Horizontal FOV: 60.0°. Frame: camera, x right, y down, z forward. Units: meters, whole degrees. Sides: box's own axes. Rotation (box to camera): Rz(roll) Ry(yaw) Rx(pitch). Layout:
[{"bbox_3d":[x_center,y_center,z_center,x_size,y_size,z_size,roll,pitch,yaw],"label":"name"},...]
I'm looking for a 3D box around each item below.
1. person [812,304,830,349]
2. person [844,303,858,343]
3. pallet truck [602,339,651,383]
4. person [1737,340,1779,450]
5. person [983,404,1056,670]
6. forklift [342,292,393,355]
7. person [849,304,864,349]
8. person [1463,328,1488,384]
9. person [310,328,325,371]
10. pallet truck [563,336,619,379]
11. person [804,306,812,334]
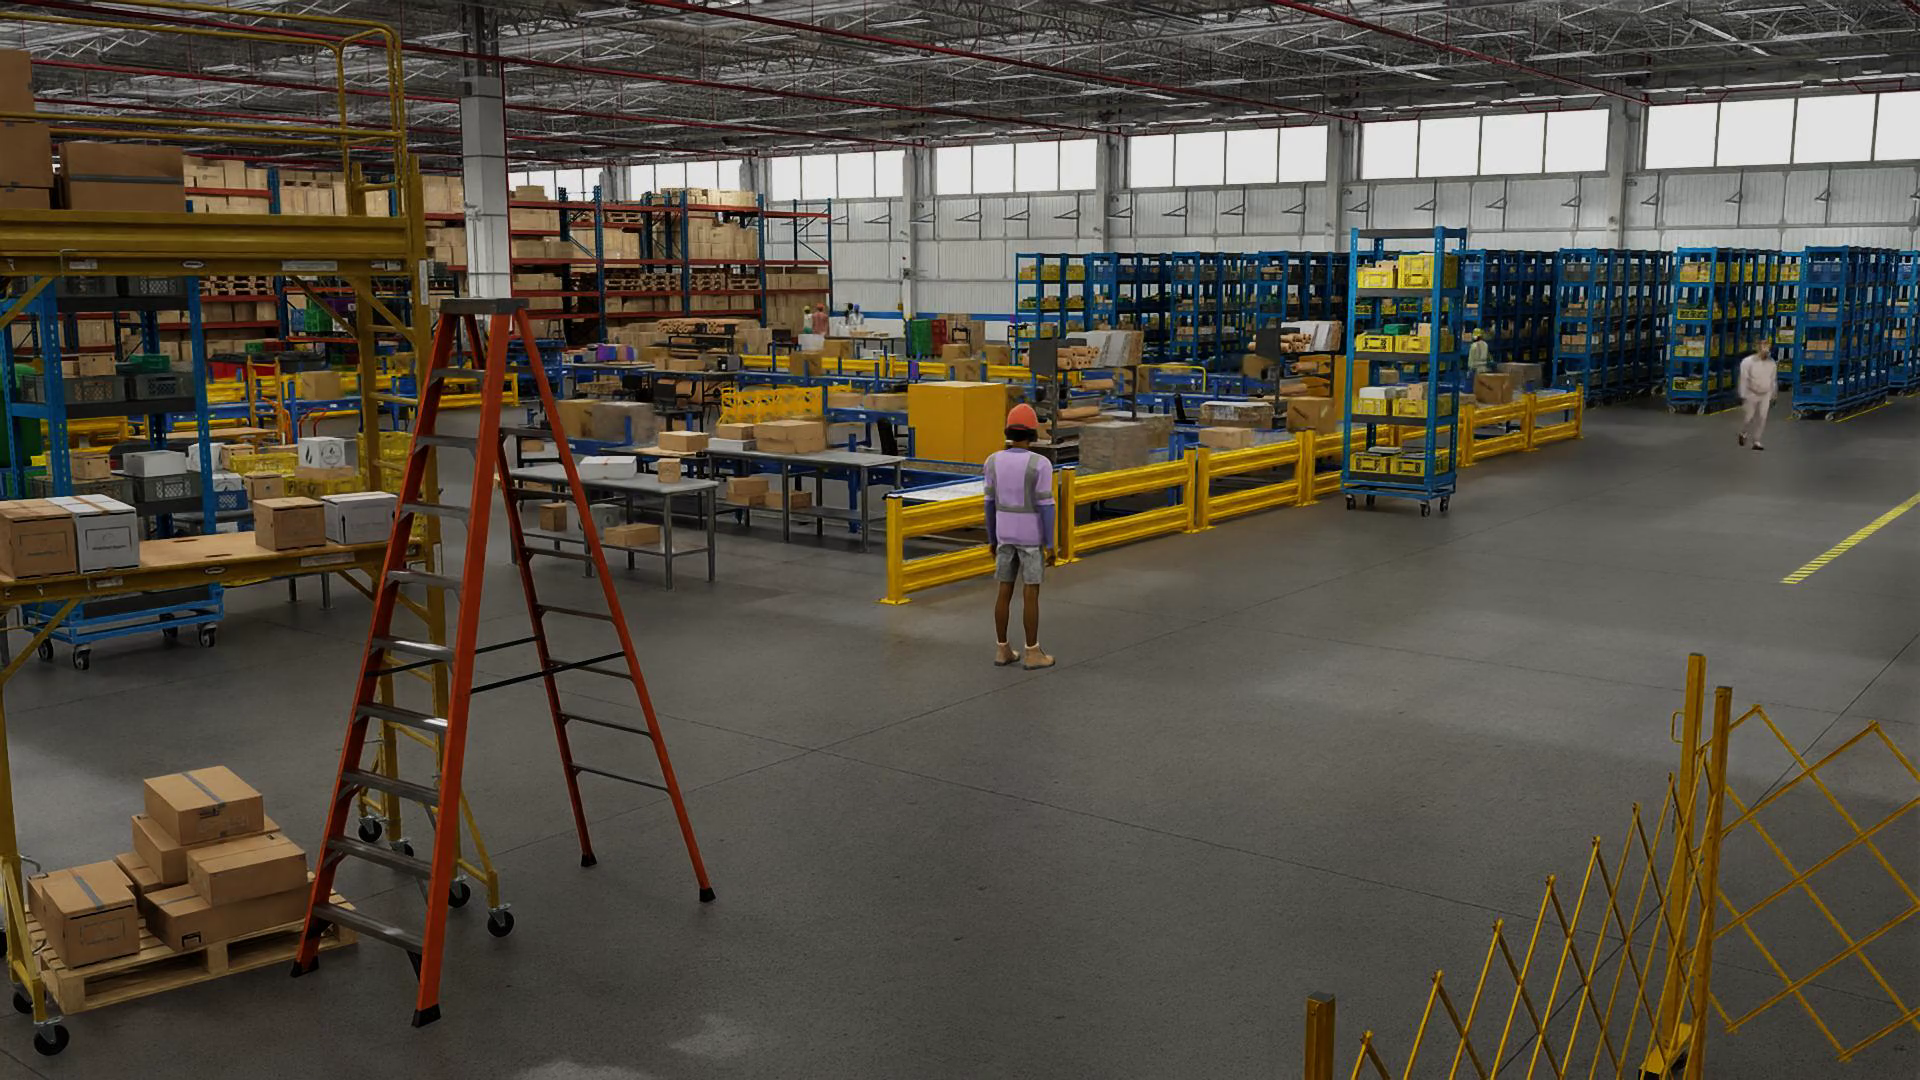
[{"bbox_3d":[-5.016,-7.523,59.889,0.633,1.955,0.999,2,9,9],"label":"person"},{"bbox_3d":[-4.507,-9.005,69.564,0.933,1.802,0.646,2,9,13],"label":"person"},{"bbox_3d":[-8.991,-4.871,45.351,0.653,1.274,1.630,7,11,37],"label":"pallet truck"},{"bbox_3d":[13.744,-2.489,28.625,0.678,1.890,0.444,0,9,-2],"label":"person"},{"bbox_3d":[0.479,-0.023,12.773,0.615,2.043,0.373,6,11,34],"label":"person"},{"bbox_3d":[-16.485,-5.622,45.120,1.129,2.768,1.873,7,11,37],"label":"forklift"},{"bbox_3d":[-3.808,-7.688,60.979,0.612,1.929,0.676,-3,10,-20],"label":"person"},{"bbox_3d":[11.541,-3.841,37.318,0.617,1.813,0.538,-8,12,-40],"label":"person"},{"bbox_3d":[-17.743,-5.275,45.907,0.442,1.929,0.649,-6,11,-35],"label":"person"},{"bbox_3d":[-10.690,-5.294,48.215,1.601,1.201,0.680,-5,10,-26],"label":"pallet truck"},{"bbox_3d":[-6.023,-8.376,65.773,0.311,1.768,0.533,-8,12,-40],"label":"person"}]
